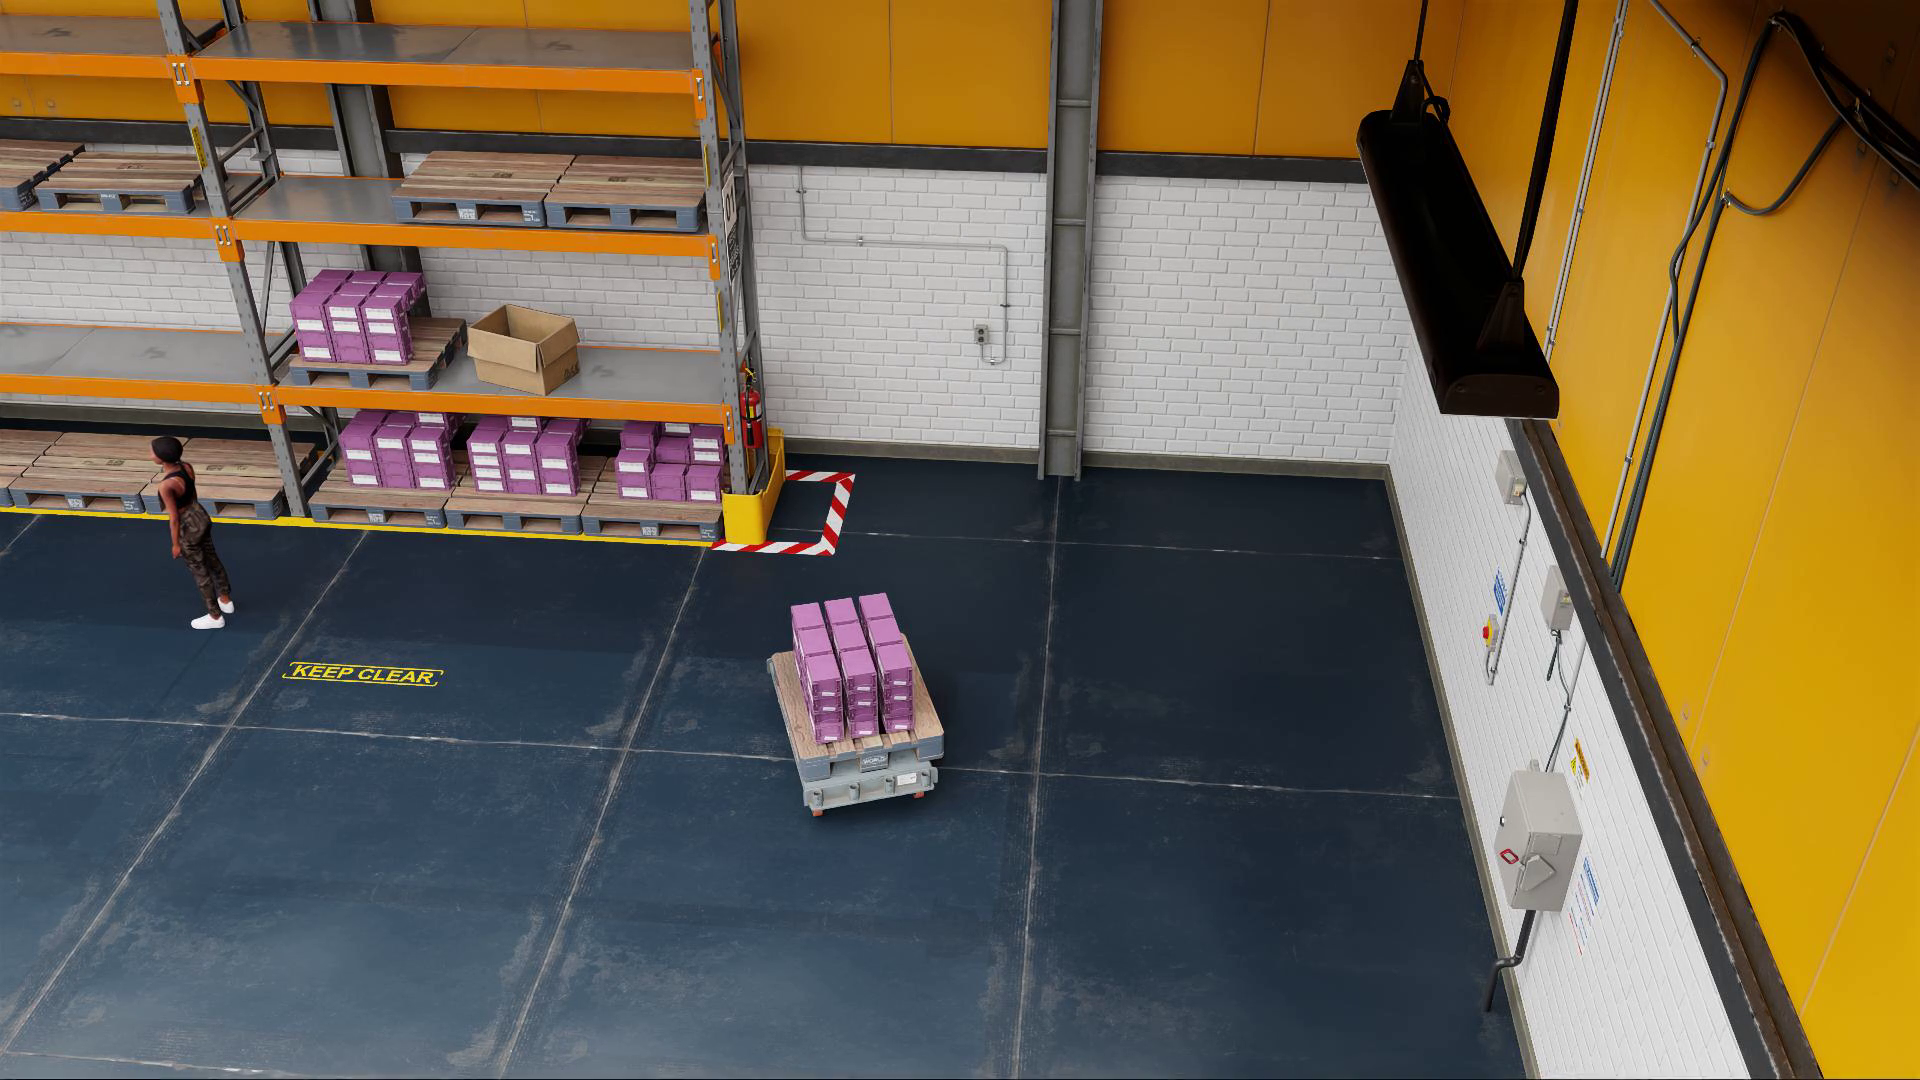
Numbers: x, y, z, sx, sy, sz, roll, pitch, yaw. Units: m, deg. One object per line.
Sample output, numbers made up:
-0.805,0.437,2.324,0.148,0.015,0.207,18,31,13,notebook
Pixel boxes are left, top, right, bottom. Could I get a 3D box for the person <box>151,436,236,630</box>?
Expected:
-6.009,-0.075,13.005,0.519,1.701,0.562,2,34,4,person
